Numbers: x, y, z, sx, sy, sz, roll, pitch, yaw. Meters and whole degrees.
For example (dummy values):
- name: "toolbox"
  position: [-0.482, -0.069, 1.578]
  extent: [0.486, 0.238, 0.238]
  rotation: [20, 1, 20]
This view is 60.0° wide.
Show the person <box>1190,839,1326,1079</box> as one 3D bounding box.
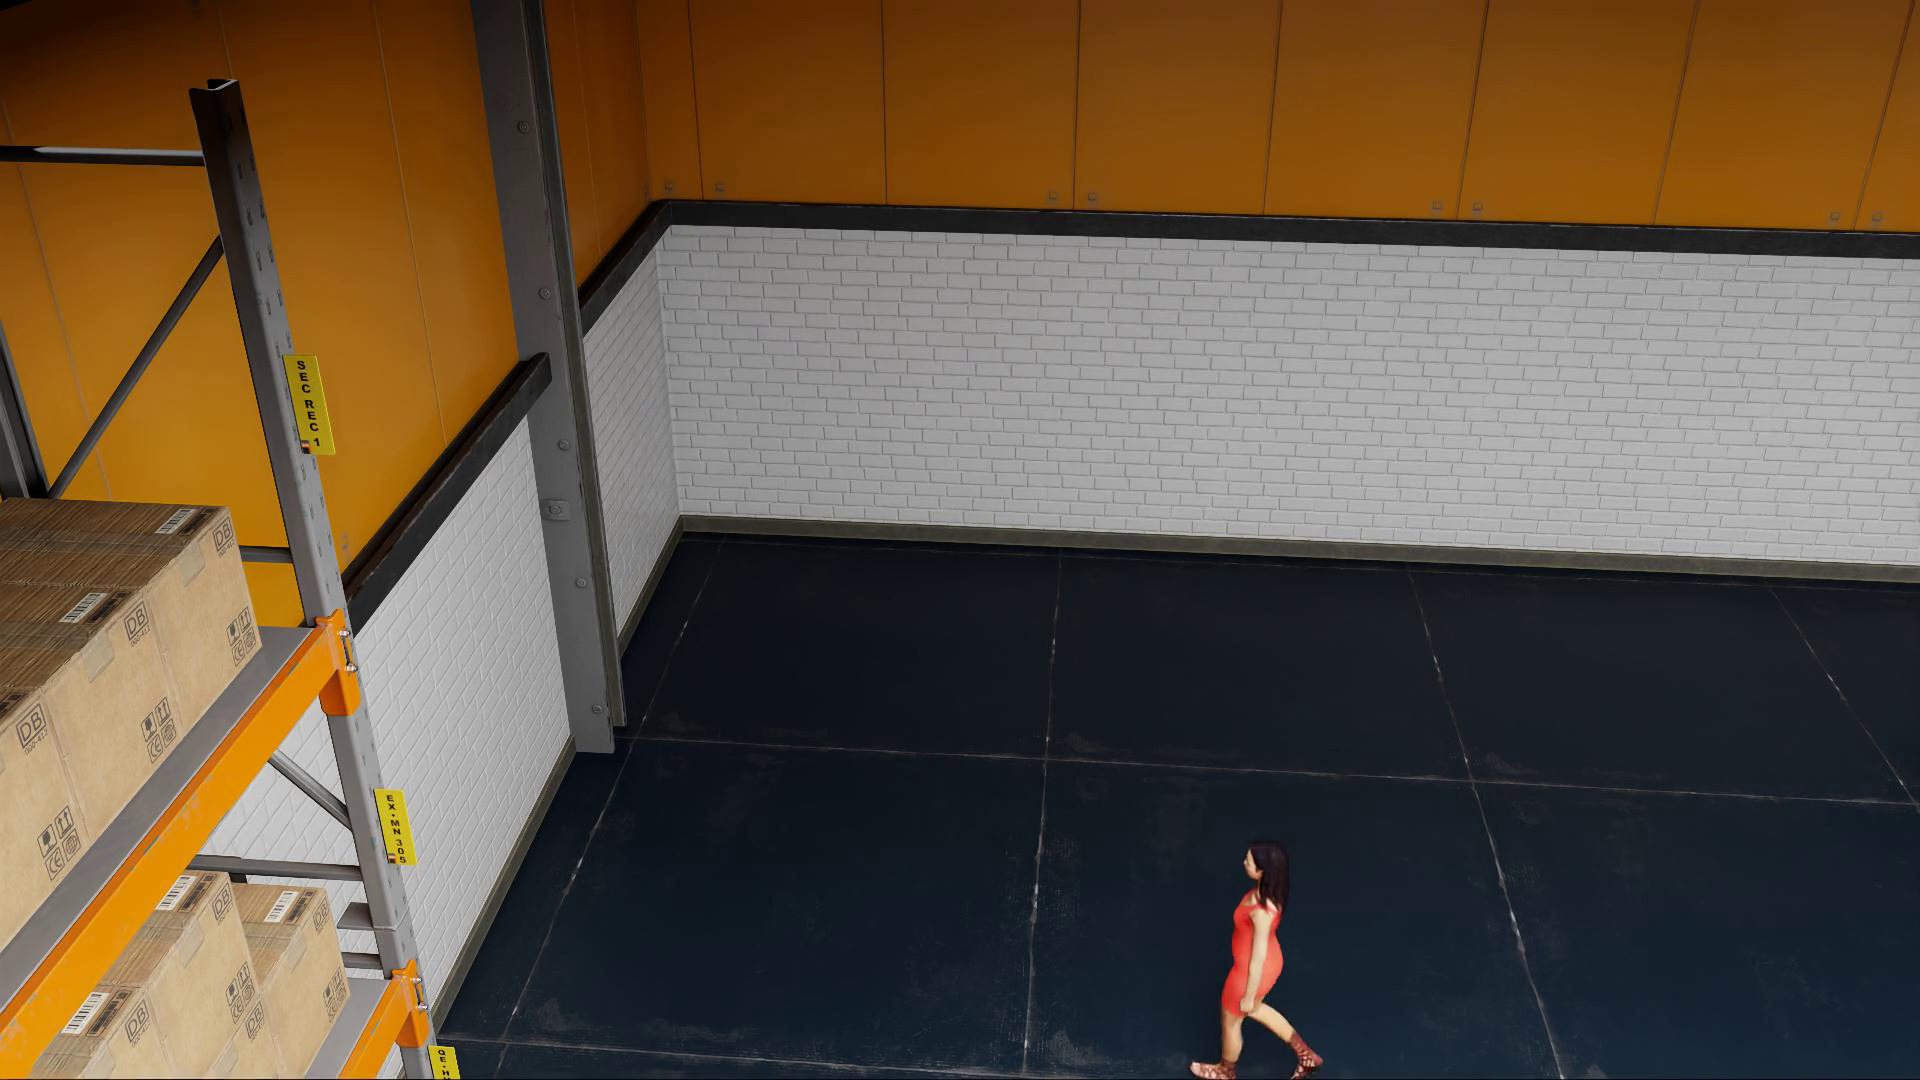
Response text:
- name: "person"
  position: [1.640, 2.304, 8.799]
  extent: [0.794, 1.702, 0.940]
  rotation: [9, 30, 16]
